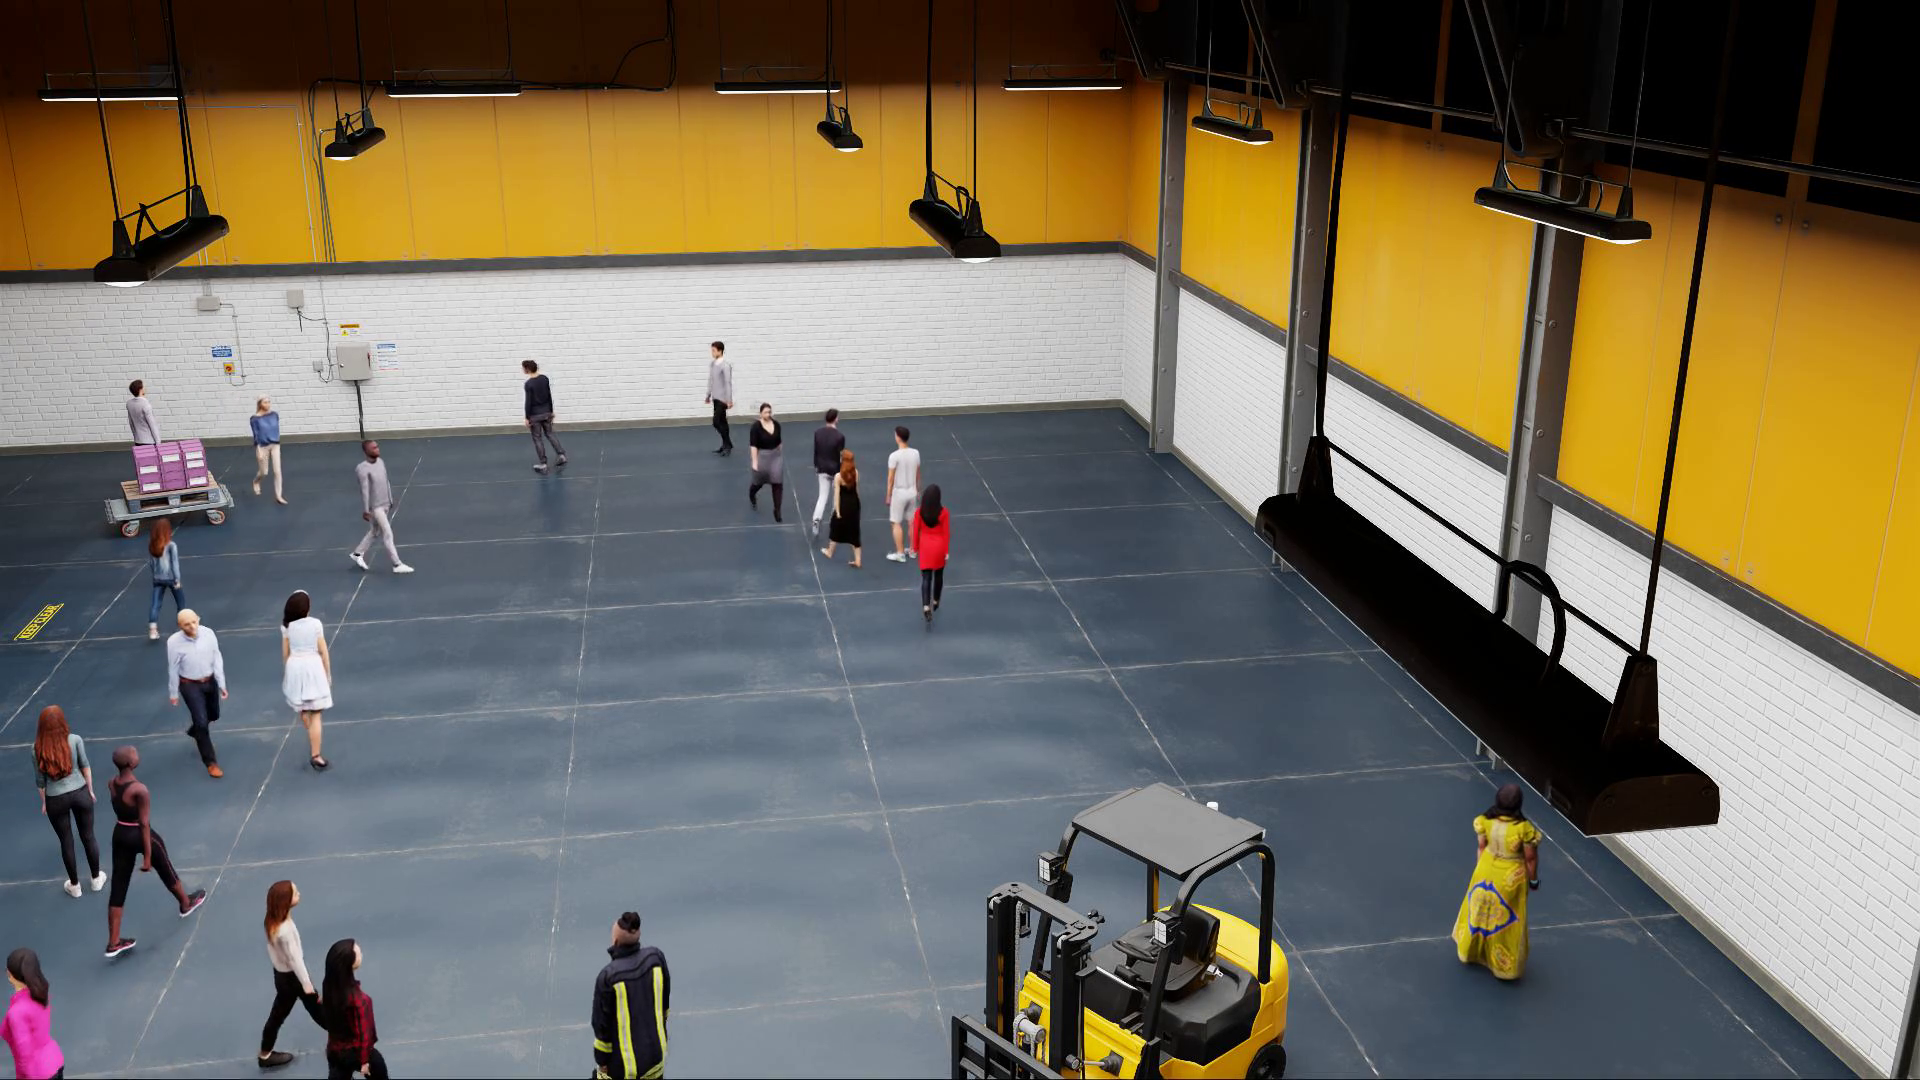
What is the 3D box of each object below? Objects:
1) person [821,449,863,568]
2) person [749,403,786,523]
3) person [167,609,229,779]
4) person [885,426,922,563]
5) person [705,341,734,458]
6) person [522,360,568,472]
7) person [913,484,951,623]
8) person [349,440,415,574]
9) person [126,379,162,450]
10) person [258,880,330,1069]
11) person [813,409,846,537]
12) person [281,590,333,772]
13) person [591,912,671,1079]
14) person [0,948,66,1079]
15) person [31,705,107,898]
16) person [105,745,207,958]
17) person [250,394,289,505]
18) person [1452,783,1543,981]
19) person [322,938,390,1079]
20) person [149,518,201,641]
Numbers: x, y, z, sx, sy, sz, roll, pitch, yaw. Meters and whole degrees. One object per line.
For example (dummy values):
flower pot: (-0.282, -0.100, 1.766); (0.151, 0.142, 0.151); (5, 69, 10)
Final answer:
person: (-1.443, -0.395, 22.250); (0.855, 1.595, 1.062); (-13, 23, -35)
person: (-2.862, -1.154, 24.290); (0.916, 1.731, 1.193); (-10, 21, -28)
person: (-7.570, 1.465, 16.479); (1.158, 1.754, 1.057); (13, 23, 34)
person: (-0.751, -0.619, 22.531); (0.841, 1.839, 0.843); (-16, 24, -38)
person: (-3.882, -2.369, 27.612); (0.907, 1.913, 0.744); (-11, 22, -30)
person: (-6.676, -1.990, 26.605); (0.923, 1.839, 0.983); (-16, 24, -39)
person: (-0.354, 0.186, 20.333); (0.789, 1.716, 1.121); (1, 19, 3)
person: (-7.801, -0.441, 22.039); (1.017, 1.816, 1.201); (3, 19, 9)
person: (-12.328, -1.522, 25.185); (0.766, 1.857, 0.789); (9, 21, 25)
person: (-4.891, 3.156, 11.944); (0.839, 1.443, 0.984); (-10, 21, -27)
person: (-1.880, -0.934, 23.501); (0.995, 1.818, 1.186); (7, 20, 19)
person: (-6.508, 1.426, 16.551); (0.671, 1.781, 0.959); (-1, 19, -4)
person: (-2.114, 3.293, 10.902); (0.911, 1.848, 0.939); (-18, 25, -42)
person: (-5.880, 3.455, 10.691); (0.799, 1.675, 0.461); (-8, 20, -22)
person: (-7.633, 2.227, 14.233); (0.651, 1.743, 0.660); (-12, 22, -31)
person: (-6.736, 2.526, 13.412); (0.990, 1.700, 1.286); (6, 20, 17)
person: (-10.455, -1.370, 25.008); (1.011, 1.681, 0.924); (14, 23, 36)
person: (4.257, 2.678, 13.028); (0.950, 1.656, 1.044); (17, 25, 41)
person: (-4.073, 3.409, 10.916); (1.026, 1.618, 1.097); (12, 22, 33)
person: (-9.522, 0.495, 19.834); (0.871, 1.450, 1.104); (3, 19, 9)
